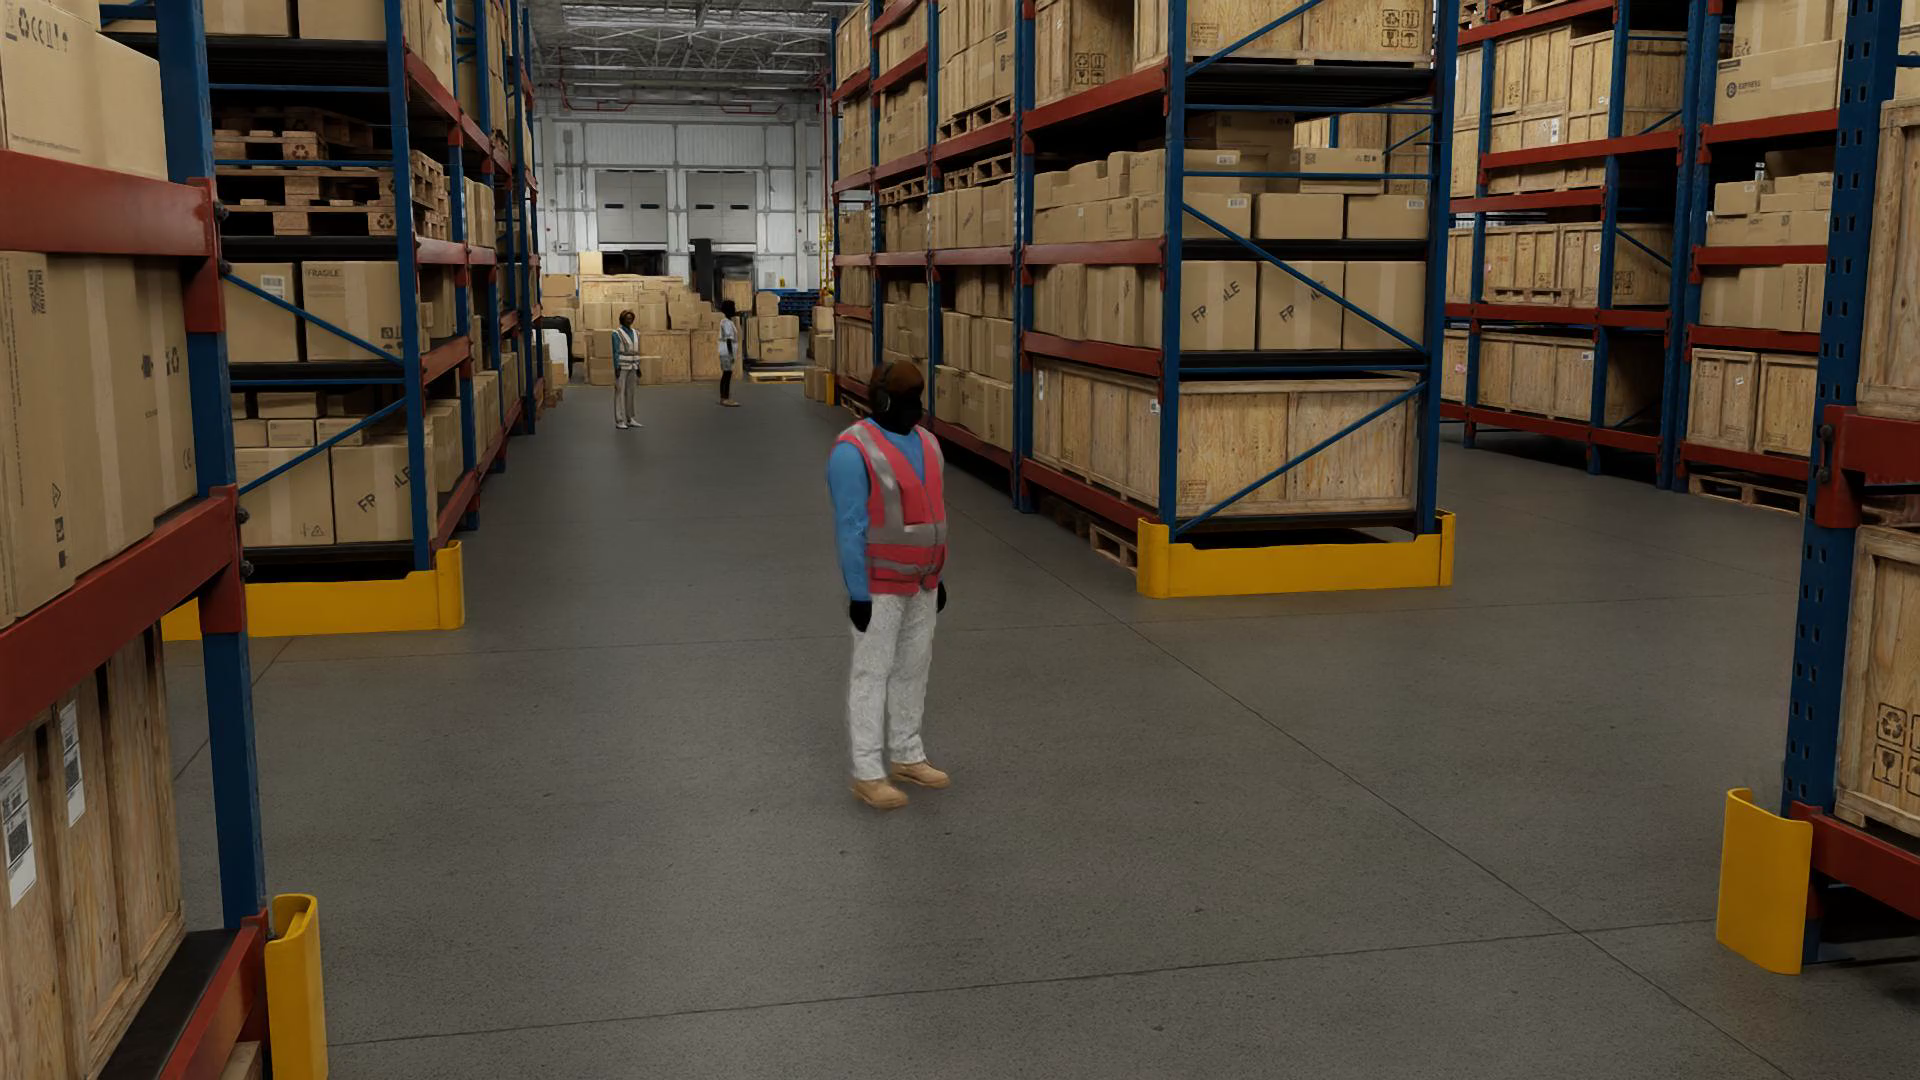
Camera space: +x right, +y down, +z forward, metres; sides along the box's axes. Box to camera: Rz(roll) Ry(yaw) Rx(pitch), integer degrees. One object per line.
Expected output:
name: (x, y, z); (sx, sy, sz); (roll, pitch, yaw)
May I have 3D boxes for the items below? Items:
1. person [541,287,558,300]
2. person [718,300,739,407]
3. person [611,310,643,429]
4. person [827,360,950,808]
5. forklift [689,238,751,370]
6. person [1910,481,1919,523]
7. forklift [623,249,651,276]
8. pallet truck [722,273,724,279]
person: (-14.511, -8.387, 58.842); (0.589, 1.927, 0.387); (-2, 9, -9)
person: (-3.700, -2.972, 26.541); (0.317, 1.696, 0.541); (-2, 10, -12)
person: (-4.599, -2.355, 22.963); (0.314, 1.636, 0.515); (6, 11, 31)
person: (-0.267, 0.177, 6.935); (0.428, 1.840, 0.642); (7, 11, 36)
forklift: (-5.501, -5.053, 35.623); (1.873, 2.768, 1.129); (-2, 10, -12)
person: (4.145, 0.224, 6.514); (0.915, 1.865, 0.681); (-3, 10, -15)
forklift: (-11.048, -8.569, 57.054); (1.129, 2.768, 1.873); (-8, 12, -39)
pallet truck: (-8.580, -8.986, 62.280); (1.885, 1.965, 0.823); (1, 9, 5)
